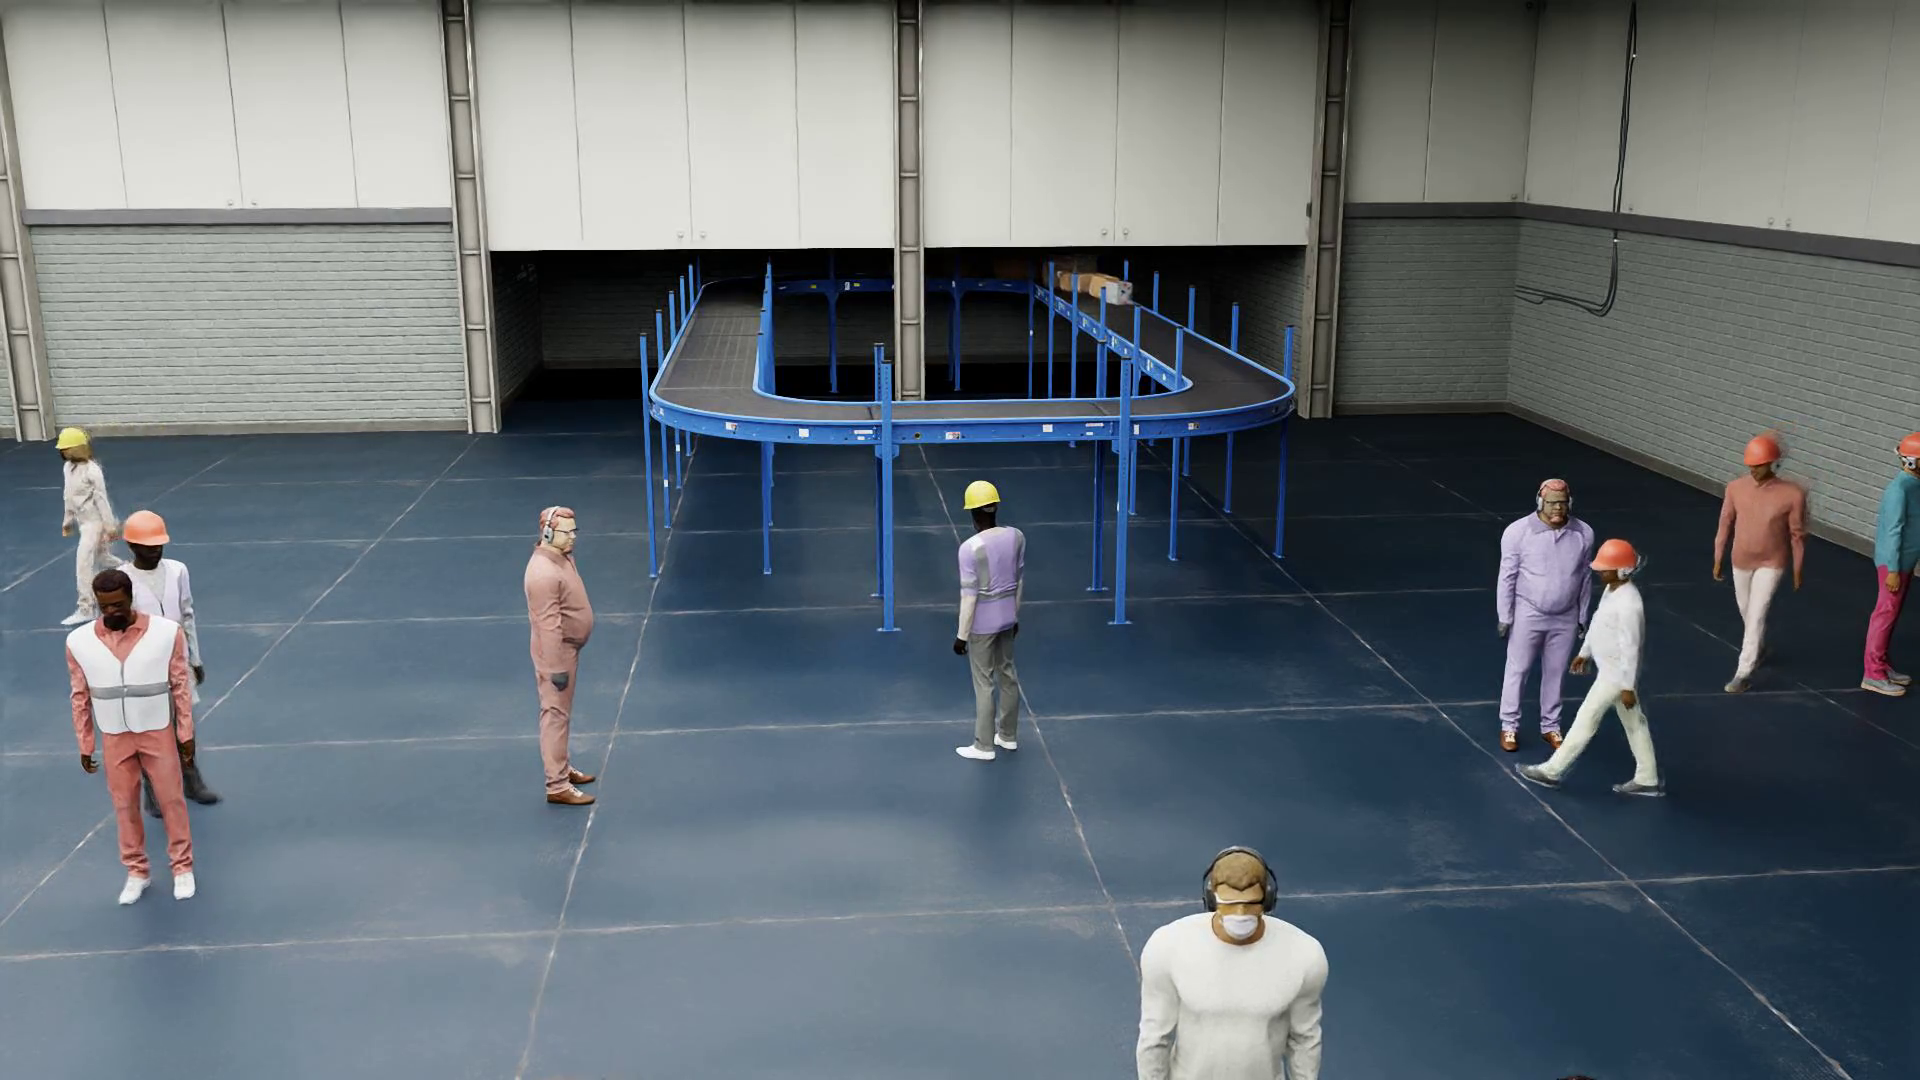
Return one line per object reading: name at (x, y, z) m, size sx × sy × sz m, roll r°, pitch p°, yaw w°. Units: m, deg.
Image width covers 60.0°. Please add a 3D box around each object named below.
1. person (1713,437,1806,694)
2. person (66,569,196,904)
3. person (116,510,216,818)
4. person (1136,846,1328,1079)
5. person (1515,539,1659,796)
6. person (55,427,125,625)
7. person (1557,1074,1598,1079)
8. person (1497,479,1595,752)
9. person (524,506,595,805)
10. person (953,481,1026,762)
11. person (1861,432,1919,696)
person at (6.164, 0.136, 12.820) m, size 1.015 × 1.940 × 0.634 m, roll -12°, pitch 19°, yaw -40°
person at (-4.541, 1.065, 9.172) m, size 0.599 × 1.909 × 0.405 m, roll -4°, pitch 15°, yaw -17°
person at (-4.972, 0.759, 10.330) m, size 0.370 × 1.935 × 0.552 m, roll 10°, pitch 17°, yaw 34°
person at (0.909, 1.931, 5.636) m, size 0.628 × 1.940 × 0.377 m, roll 0°, pitch 14°, yaw 1°
person at (4.082, 0.810, 10.592) m, size 0.922 × 1.696 × 0.568 m, roll 5°, pitch 15°, yaw 19°
person at (-7.518, -0.170, 14.510) m, size 0.479 × 1.706 × 0.817 m, roll 11°, pitch 18°, yaw 37°
person at (1.518, 2.256, 4.396) m, size 0.589 × 1.910 × 0.404 m, roll -7°, pitch 16°, yaw -27°
person at (3.997, 0.517, 11.358) m, size 0.654 × 1.906 × 0.408 m, roll 0°, pitch 14°, yaw -1°
person at (-2.521, 0.720, 10.557) m, size 0.402 × 1.904 × 0.639 m, roll -2°, pitch 14°, yaw -8°
person at (0.183, 0.547, 11.219) m, size 0.385 × 1.917 × 0.584 m, roll 13°, pitch 19°, yaw 43°
person at (7.114, 0.167, 12.577) m, size 0.381 × 1.994 × 0.620 m, roll 11°, pitch 18°, yaw 36°
